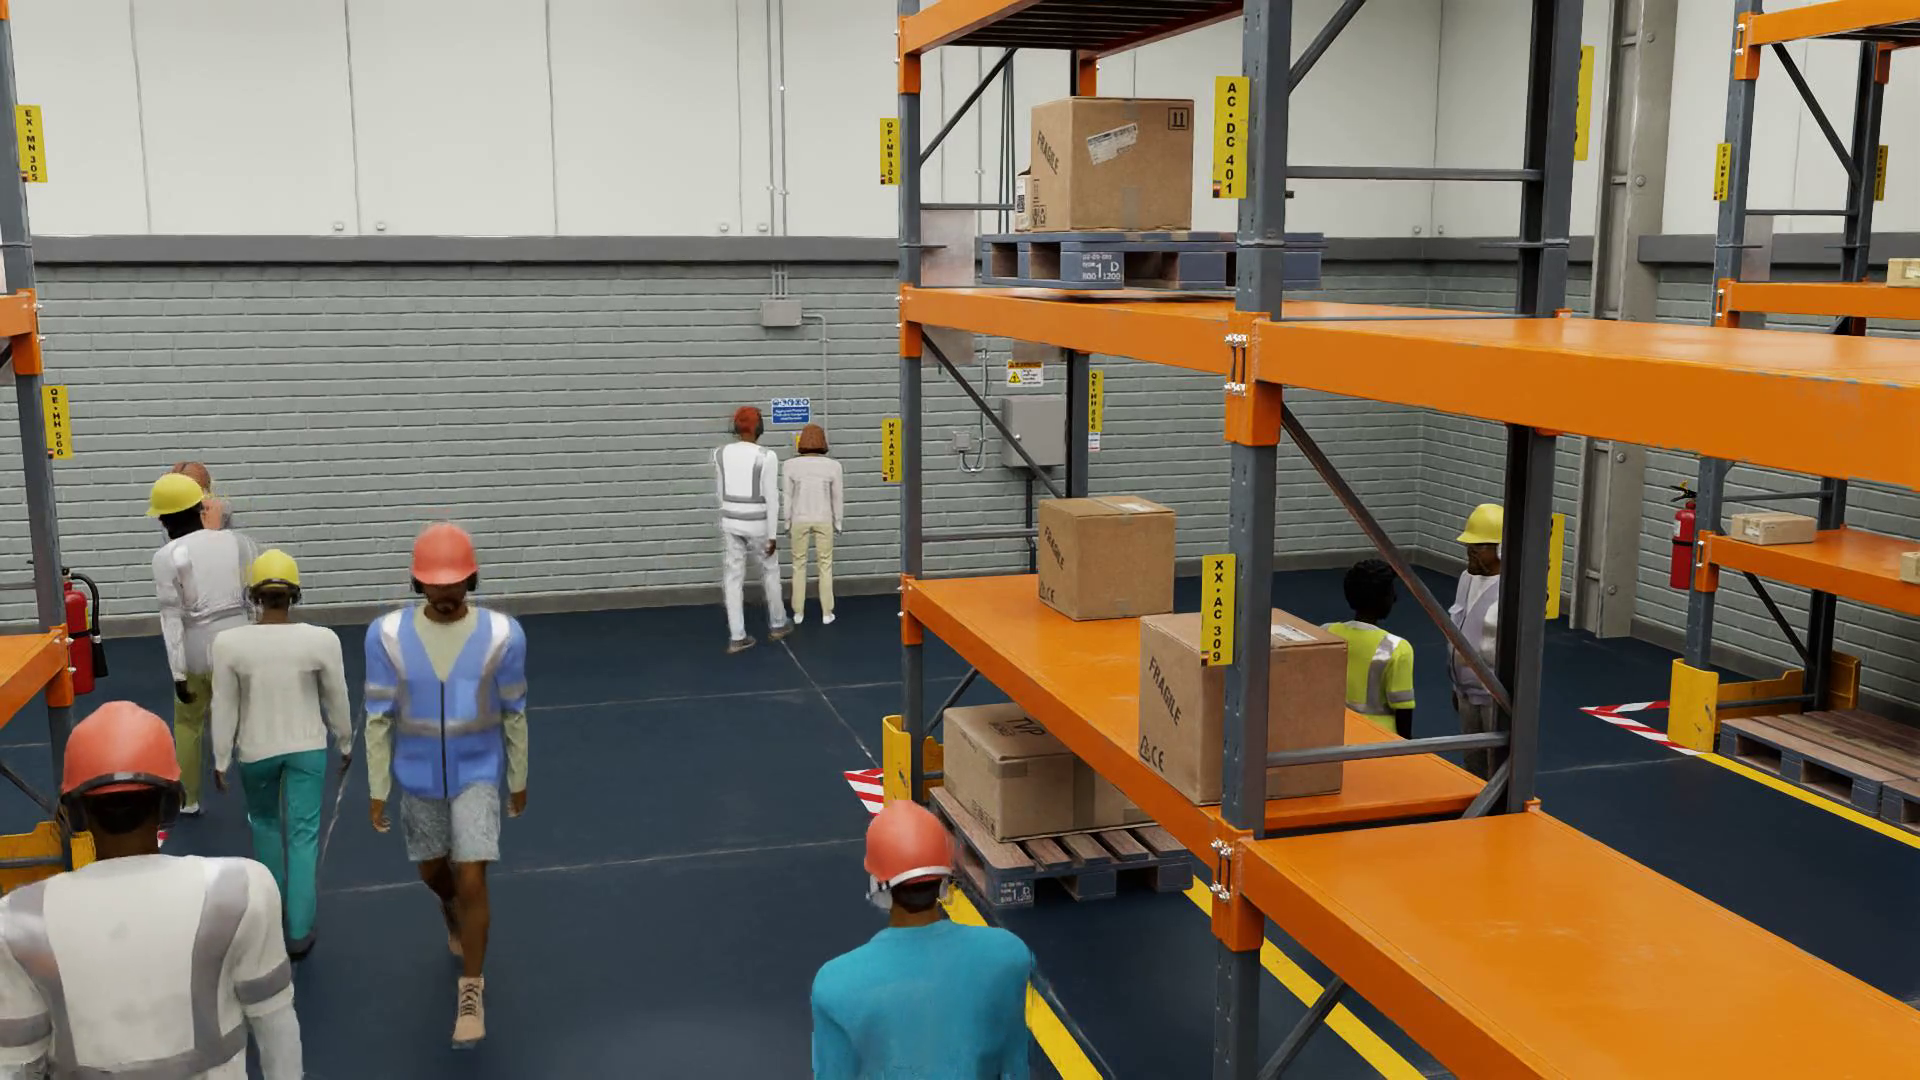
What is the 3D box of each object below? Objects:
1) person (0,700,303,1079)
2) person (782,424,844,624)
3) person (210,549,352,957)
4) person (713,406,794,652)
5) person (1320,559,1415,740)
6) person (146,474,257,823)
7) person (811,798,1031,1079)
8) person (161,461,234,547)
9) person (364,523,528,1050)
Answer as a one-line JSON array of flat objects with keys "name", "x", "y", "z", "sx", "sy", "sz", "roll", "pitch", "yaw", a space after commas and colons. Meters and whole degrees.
[{"name": "person", "x": -1.834, "y": 1.371, "z": 3.818, "sx": 0.630, "sy": 2.028, "sz": 0.455, "roll": -3, "pitch": 10, "yaw": -17}, {"name": "person", "x": -1.189, "y": -0.126, "z": 13.483, "sx": 0.495, "sy": 1.622, "sz": 0.299, "roll": 0, "pitch": 10, "yaw": -3}, {"name": "person", "x": -2.965, "y": 0.893, "z": 7.318, "sx": 0.554, "sy": 1.733, "sz": 0.805, "roll": -3, "pitch": 10, "yaw": -17}, {"name": "person", "x": -1.553, "y": -0.108, "z": 12.753, "sx": 0.582, "sy": 1.847, "sz": 0.862, "roll": 4, "pitch": 11, "yaw": 20}, {"name": "person", "x": 1.757, "y": 0.920, "z": 7.300, "sx": 0.320, "sy": 1.698, "sz": 0.538, "roll": -9, "pitch": 13, "yaw": -41}, {"name": "person", "x": -3.950, "y": 0.575, "z": 8.730, "sx": 0.911, "sy": 1.877, "sz": 0.695, "roll": 7, "pitch": 12, "yaw": 33}, {"name": "person", "x": -0.075, "y": 1.486, "z": 4.006, "sx": 0.565, "sy": 1.727, "sz": 0.726, "roll": -2, "pitch": 10, "yaw": -13}, {"name": "person", "x": -5.045, "y": 0.290, "z": 11.068, "sx": 0.306, "sy": 1.637, "sz": 0.523, "roll": 7, "pitch": 12, "yaw": 33}, {"name": "person", "x": -2.017, "y": 0.891, "z": 6.623, "sx": 0.619, "sy": 2.010, "sz": 0.940, "roll": -2, "pitch": 10, "yaw": -10}]
